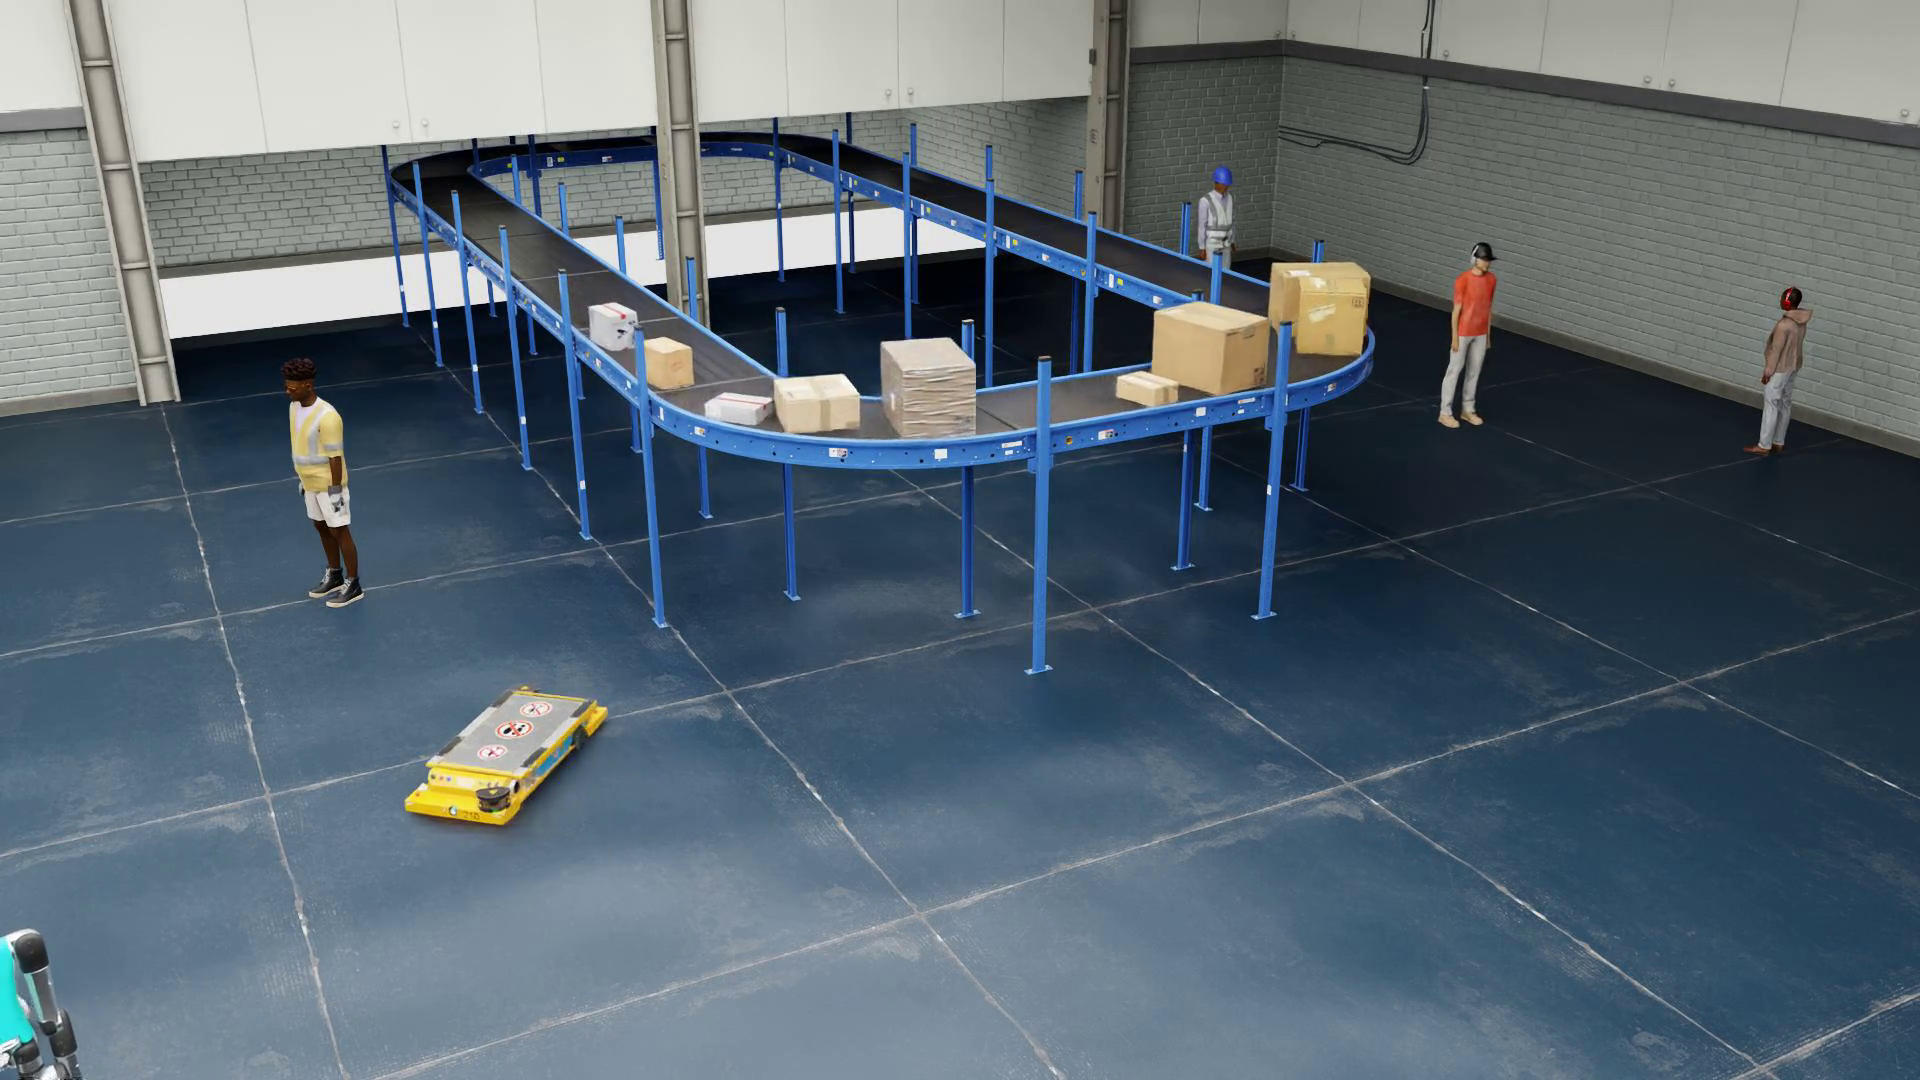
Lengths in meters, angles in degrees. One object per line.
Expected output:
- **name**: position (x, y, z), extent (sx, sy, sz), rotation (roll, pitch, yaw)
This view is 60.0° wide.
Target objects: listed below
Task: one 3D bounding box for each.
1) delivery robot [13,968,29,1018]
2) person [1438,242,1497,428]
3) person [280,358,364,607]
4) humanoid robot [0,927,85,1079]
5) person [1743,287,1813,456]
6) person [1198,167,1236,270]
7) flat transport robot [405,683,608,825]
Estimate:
- **delivery robot**: position (-4.991, 2.216, 8.041), extent (0.815, 0.614, 0.499), rotation (0, 22, 0)
- **person**: position (5.179, -2.062, 16.802), extent (0.473, 1.905, 0.430), rotation (-8, 23, -20)
- **person**: position (-4.897, -0.454, 12.751), extent (0.602, 1.959, 0.373), rotation (19, 29, 38)
- **humanoid robot**: position (-3.538, 2.275, 6.282), extent (0.555, 1.747, 0.847), rotation (-17, 27, -35)
- **person**: position (7.935, -1.625, 16.053), extent (0.464, 1.647, 0.318), rotation (-15, 27, -33)
- **person**: position (3.219, -3.712, 20.842), extent (0.617, 1.933, 0.415), rotation (-16, 27, -34)
- **flat transport robot**: position (-2.852, 1.338, 10.568), extent (0.659, 0.231, 1.431), rotation (6, 23, 13)
